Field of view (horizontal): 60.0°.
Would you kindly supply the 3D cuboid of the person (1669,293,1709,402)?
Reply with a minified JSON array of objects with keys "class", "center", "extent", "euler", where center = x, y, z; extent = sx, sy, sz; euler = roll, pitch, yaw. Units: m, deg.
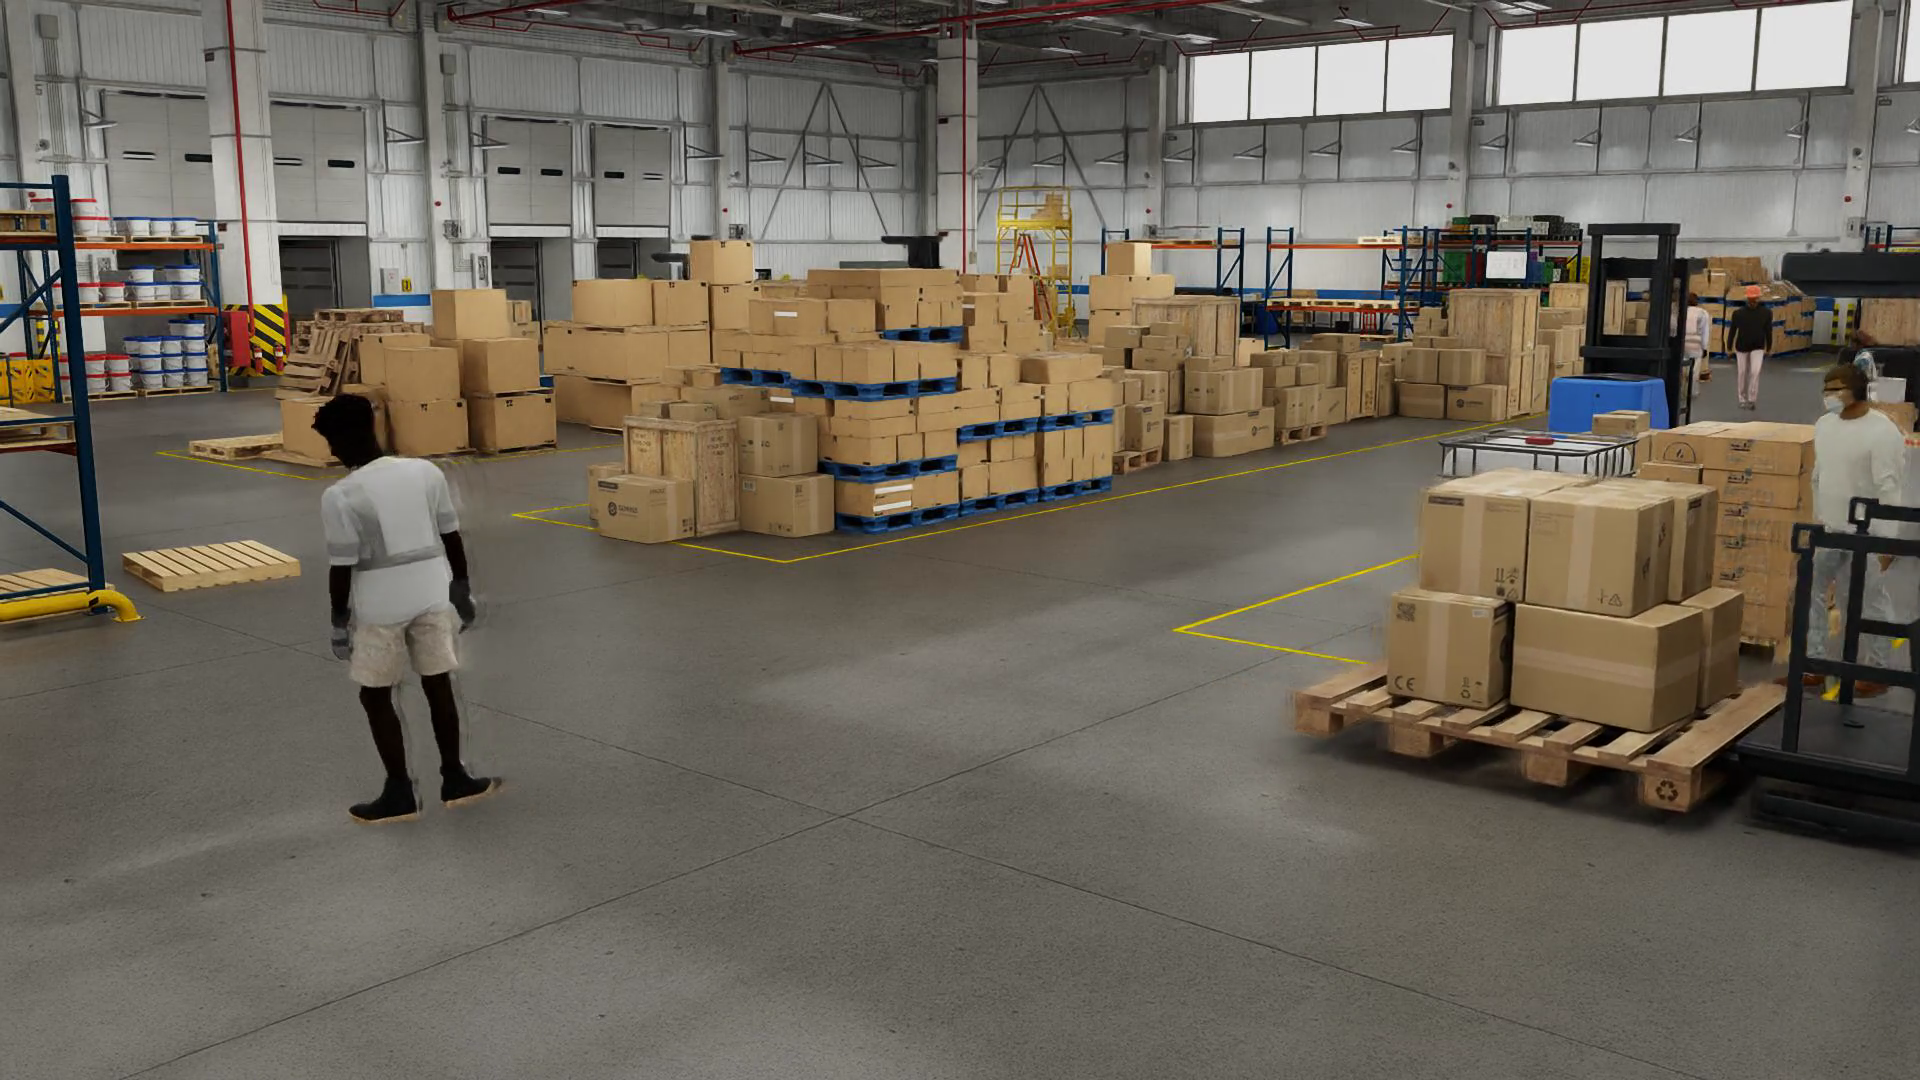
[{"class":"person","center":[12.167,-3.214,27.772],"extent":[0.657,1.791,0.942],"euler":[7,12,33]}]

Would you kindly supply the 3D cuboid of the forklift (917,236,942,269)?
[{"class":"forklift","center":[-0.712,-5.763,39.203],"extent":[1.873,2.768,1.129],"euler":[2,10,14]}]

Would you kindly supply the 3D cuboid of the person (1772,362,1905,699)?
[{"class":"person","center":[4.971,-0.037,9.369],"extent":[0.821,1.898,0.765],"euler":[-2,10,-14]}]

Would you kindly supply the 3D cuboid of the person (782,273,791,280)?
[{"class":"person","center":[-4.474,-5.888,42.692],"extent":[0.589,1.906,0.735],"euler":[-8,13,-39]}]

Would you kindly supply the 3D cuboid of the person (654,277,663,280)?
[{"class":"person","center":[-6.504,-4.725,36.015],"extent":[0.636,1.930,0.371],"euler":[-4,11,-23]}]

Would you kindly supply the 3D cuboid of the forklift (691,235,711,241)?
[{"class":"forklift","center":[-5.766,-5.368,36.958],"extent":[1.873,2.768,1.129],"euler":[-2,10,-9]}]

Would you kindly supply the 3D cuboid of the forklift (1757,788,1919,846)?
[{"class":"forklift","center":[4.581,-0.090,6.904],"extent":[1.873,2.768,1.129],"euler":[8,13,40]}]

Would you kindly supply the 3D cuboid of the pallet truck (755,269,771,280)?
[{"class":"pallet truck","center":[-4.996,-6.432,45.525],"extent":[1.885,1.965,0.823],"euler":[-6,12,-32]}]

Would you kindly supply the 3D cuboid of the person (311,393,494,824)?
[{"class":"person","center":[-2.471,0.294,7.468],"extent":[0.370,1.930,0.759],"euler":[9,13,40]}]

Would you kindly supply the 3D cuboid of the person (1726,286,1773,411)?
[{"class":"person","center":[12.384,-2.999,26.128],"extent":[0.645,1.940,1.028],"euler":[5,11,28]}]

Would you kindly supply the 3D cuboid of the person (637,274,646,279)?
[{"class":"person","center":[-7.514,-5.302,39.293],"extent":[0.388,1.927,0.589],"euler":[8,13,39]}]

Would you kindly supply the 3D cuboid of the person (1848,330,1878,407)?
[{"class":"person","center":[10.358,-1.609,19.141],"extent":[0.407,1.618,0.527],"euler":[5,11,27]}]

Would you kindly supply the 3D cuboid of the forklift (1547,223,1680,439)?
[{"class":"forklift","center":[7.625,-2.226,19.067],"extent":[1.129,2.768,1.873],"euler":[8,13,40]}]
